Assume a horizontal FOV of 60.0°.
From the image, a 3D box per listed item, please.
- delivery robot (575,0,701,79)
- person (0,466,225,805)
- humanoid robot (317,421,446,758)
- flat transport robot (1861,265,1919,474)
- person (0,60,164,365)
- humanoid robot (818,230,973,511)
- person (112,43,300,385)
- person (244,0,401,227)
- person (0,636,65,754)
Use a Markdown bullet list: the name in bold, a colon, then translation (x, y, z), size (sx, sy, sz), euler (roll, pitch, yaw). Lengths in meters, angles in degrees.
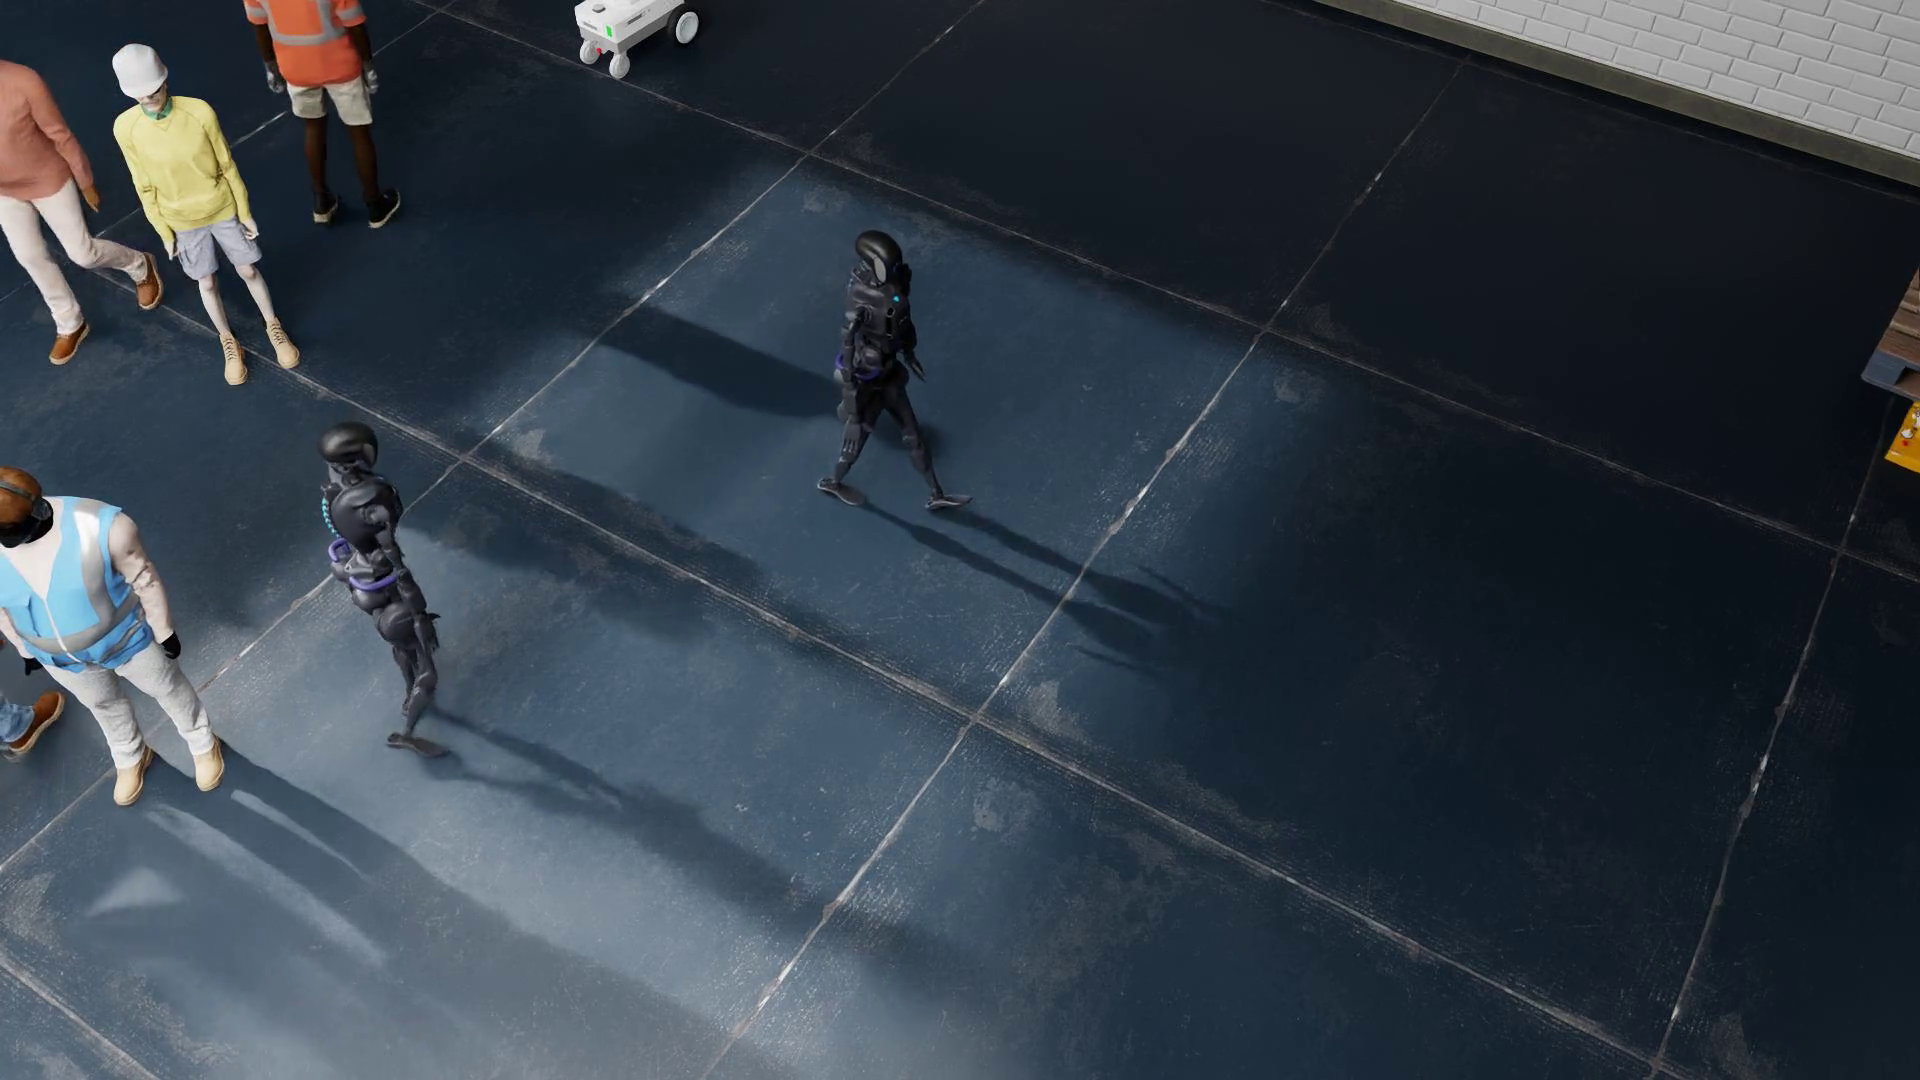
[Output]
- **delivery robot**: translation (-2.062, -3.343, 10.560), size (0.499, 0.614, 0.803), euler (30, 55, 24)
- **person**: translation (-3.350, 0.381, 6.443), size (0.619, 1.837, 0.430), euler (-8, 49, -7)
- **humanoid robot**: translation (-2.362, 0.209, 6.703), size (0.462, 1.647, 0.608), euler (-33, 56, -25)
- **flat transport robot**: translation (5.274, -0.742, 8.464), size (0.659, 0.231, 1.431), euler (29, 55, 23)
- **person**: translation (-4.633, -1.795, 8.261), size (0.653, 1.973, 0.595), euler (3, 49, 3)
- **humanoid robot**: translation (-0.337, -0.701, 7.515), size (0.761, 1.624, 0.609), euler (22, 52, 18)
- **person**: translation (-3.708, -1.592, 8.132), size (0.475, 1.891, 0.384), euler (-21, 52, -17)
- **person**: translation (-3.445, -2.573, 8.964), size (0.631, 1.938, 0.478), euler (-1, 49, -1)
- **person**: translation (-4.076, 0.425, 6.326), size (0.623, 1.960, 0.885), euler (13, 50, 11)
